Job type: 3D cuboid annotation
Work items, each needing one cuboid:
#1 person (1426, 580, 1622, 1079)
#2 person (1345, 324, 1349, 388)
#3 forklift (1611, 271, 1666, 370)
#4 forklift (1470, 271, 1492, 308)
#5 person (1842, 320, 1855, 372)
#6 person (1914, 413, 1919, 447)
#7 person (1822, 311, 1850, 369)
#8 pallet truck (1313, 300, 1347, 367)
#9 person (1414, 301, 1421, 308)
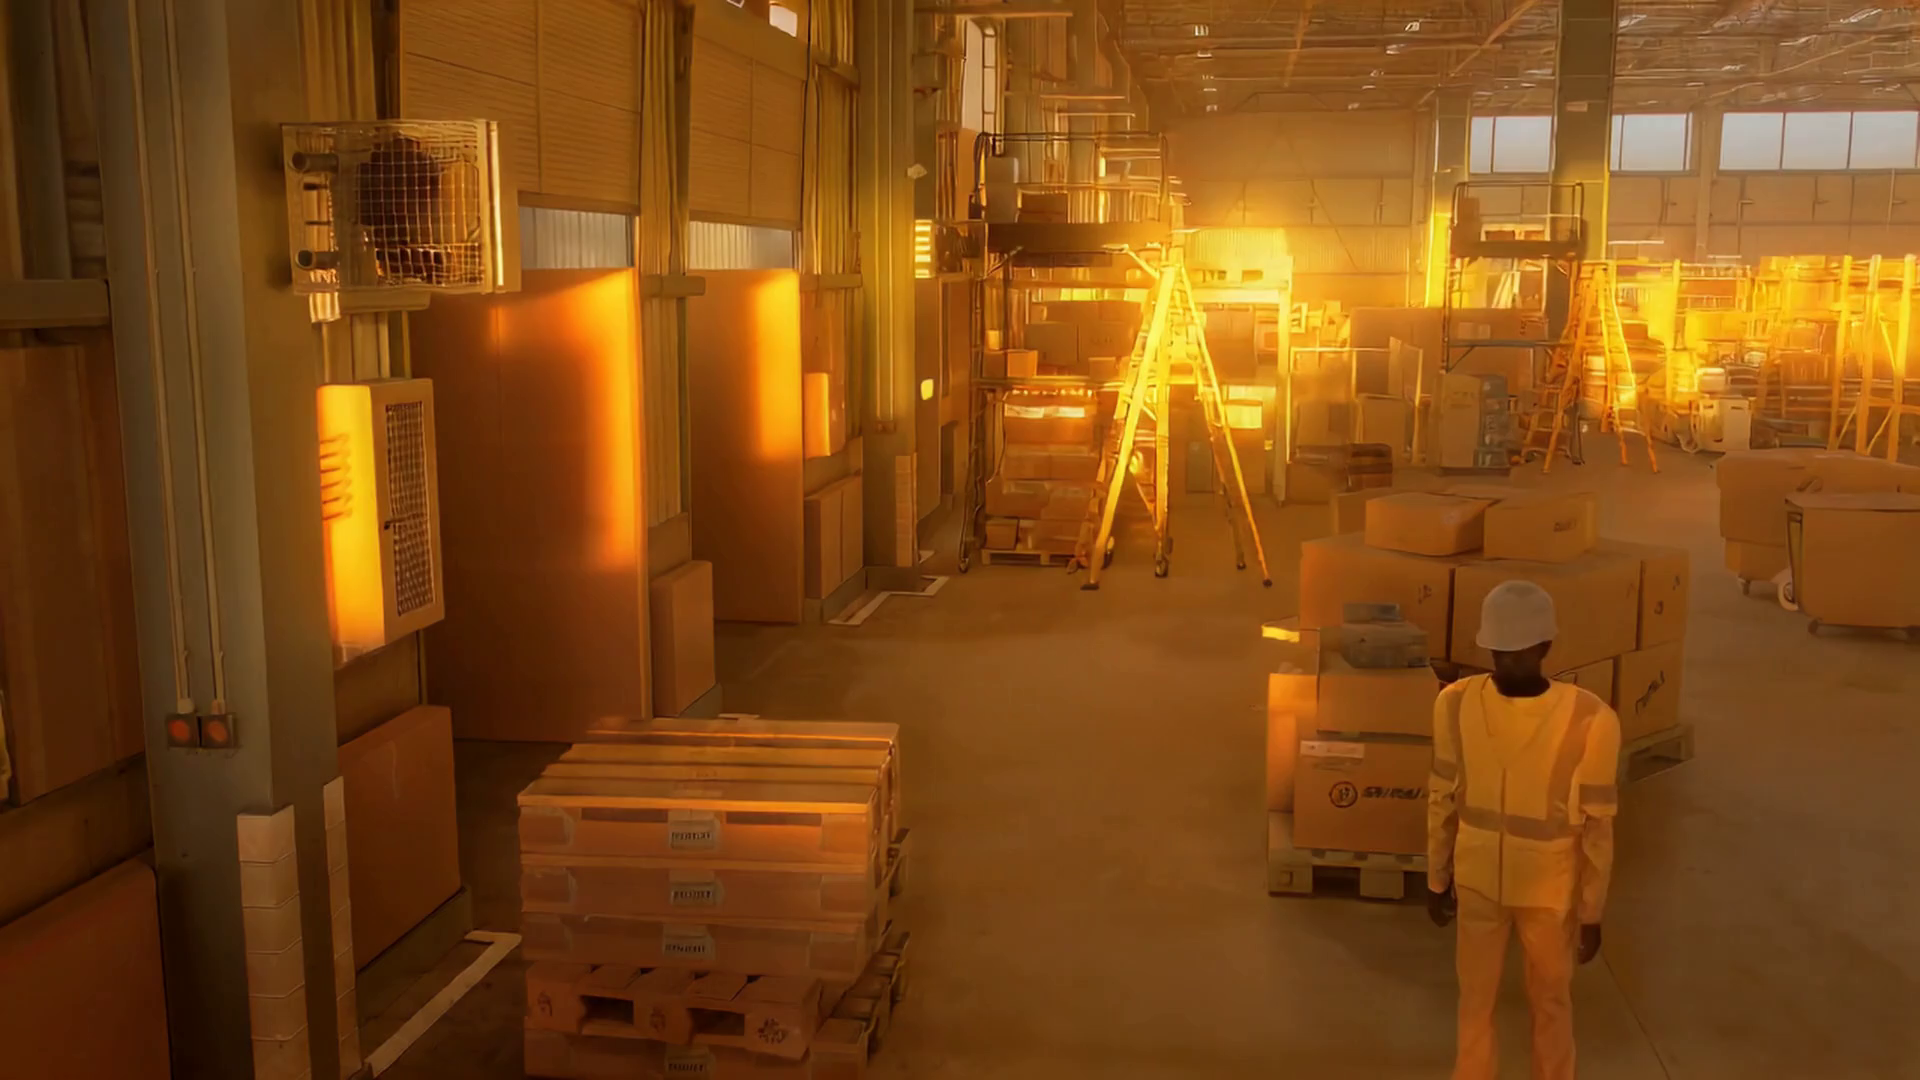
[{"bbox_3d":[1.721,1.064,5.170,0.588,1.918,0.397,7,12,38],"label":"person"},{"bbox_3d":[9.481,-4.571,39.860,0.553,1.935,0.362,-6,11,-35],"label":"person"},{"bbox_3d":[19.336,-6.183,46.898,1.873,2.768,1.129,-3,10,-19],"label":"forklift"},{"bbox_3d":[12.959,-5.334,41.665,1.873,2.768,1.129,1,9,9],"label":"forklift"},{"bbox_3d":[22.446,-4.967,42.380,0.556,1.915,0.592,2,9,10],"label":"person"},{"bbox_3d":[15.629,-2.348,26.764,0.320,1.739,0.485,9,13,44],"label":"person"},{"bbox_3d":[21.238,-4.625,40.383,0.620,1.887,1.047,3,10,19],"label":"person"},{"bbox_3d":[11.159,-6.200,49.718,0.823,1.965,1.885,4,10,26],"label":"pallet truck"},{"bbox_3d":[14.237,-6.510,51.974,0.640,1.888,1.007,-3,10,-16],"label":"person"}]
